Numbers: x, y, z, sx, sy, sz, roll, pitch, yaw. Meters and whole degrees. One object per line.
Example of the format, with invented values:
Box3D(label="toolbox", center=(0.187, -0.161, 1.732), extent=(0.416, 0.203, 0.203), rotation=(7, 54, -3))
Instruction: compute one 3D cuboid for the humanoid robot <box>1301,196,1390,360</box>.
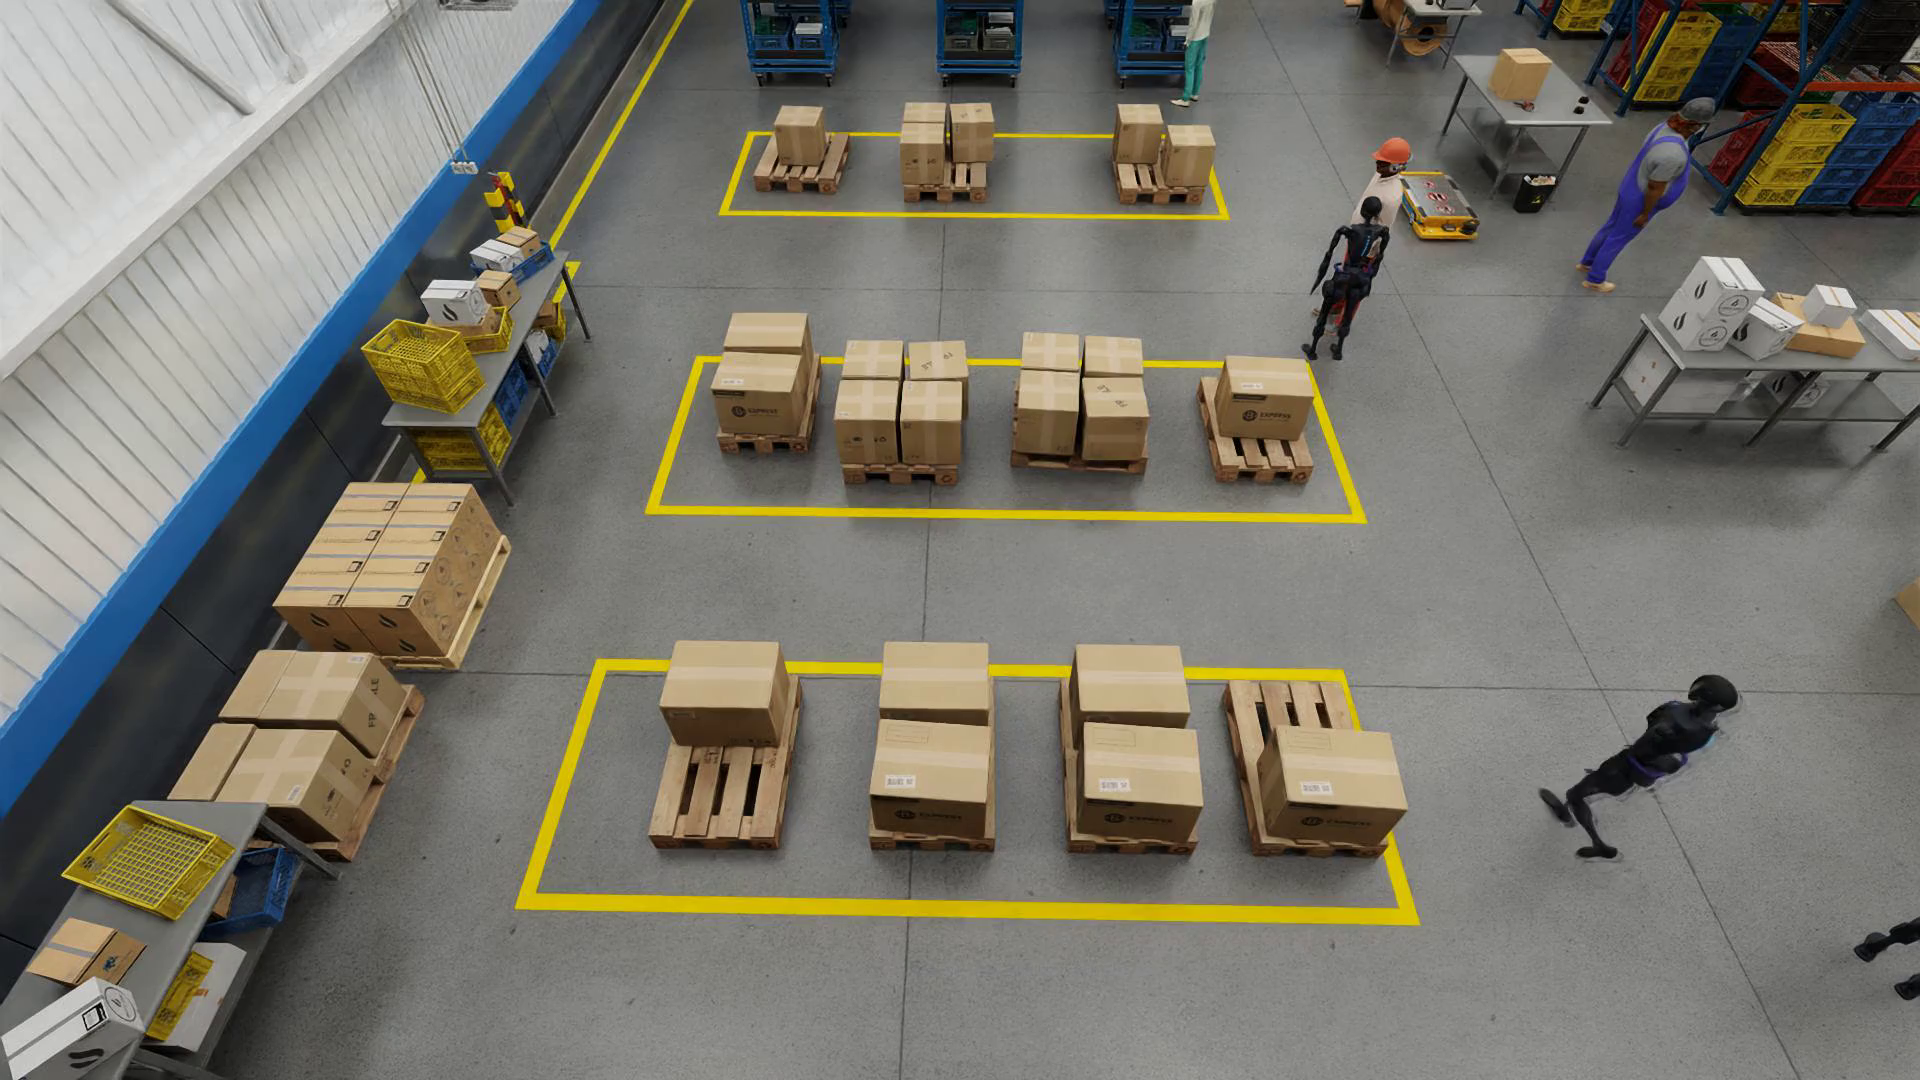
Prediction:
Box3D(label="humanoid robot", center=(3.687, -2.472, 8.741), extent=(0.569, 1.651, 0.325), rotation=(0, 49, 0))

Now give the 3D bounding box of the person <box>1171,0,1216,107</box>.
Box3D(label="person", center=(3.207, -6.849, 12.471), extent=(0.315, 1.765, 0.533), rotation=(34, 57, 26))

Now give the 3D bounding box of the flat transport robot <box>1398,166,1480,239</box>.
Box3D(label="flat transport robot", center=(5.692, -4.094, 11.059), extent=(0.652, 0.197, 1.431), rotation=(1, 49, 1))

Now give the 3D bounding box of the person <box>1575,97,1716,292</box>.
Box3D(label="person", center=(7.063, -3.532, 9.420), extent=(0.536, 2.000, 0.679), rotation=(13, 50, 11))

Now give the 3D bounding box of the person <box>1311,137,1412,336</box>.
Box3D(label="person", center=(3.927, -2.924, 8.924), extent=(0.378, 1.994, 0.610), rotation=(2, 49, 1))

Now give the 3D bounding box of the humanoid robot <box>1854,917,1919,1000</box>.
Box3D(label="humanoid robot", center=(5.596, 1.995, 4.875), extent=(0.335, 1.651, 0.570), rotation=(-24, 53, -19))

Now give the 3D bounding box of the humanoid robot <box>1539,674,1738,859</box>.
Box3D(label="humanoid robot", center=(4.021, 1.360, 5.432), extent=(0.615, 1.631, 0.487), rotation=(-19, 52, -16))
